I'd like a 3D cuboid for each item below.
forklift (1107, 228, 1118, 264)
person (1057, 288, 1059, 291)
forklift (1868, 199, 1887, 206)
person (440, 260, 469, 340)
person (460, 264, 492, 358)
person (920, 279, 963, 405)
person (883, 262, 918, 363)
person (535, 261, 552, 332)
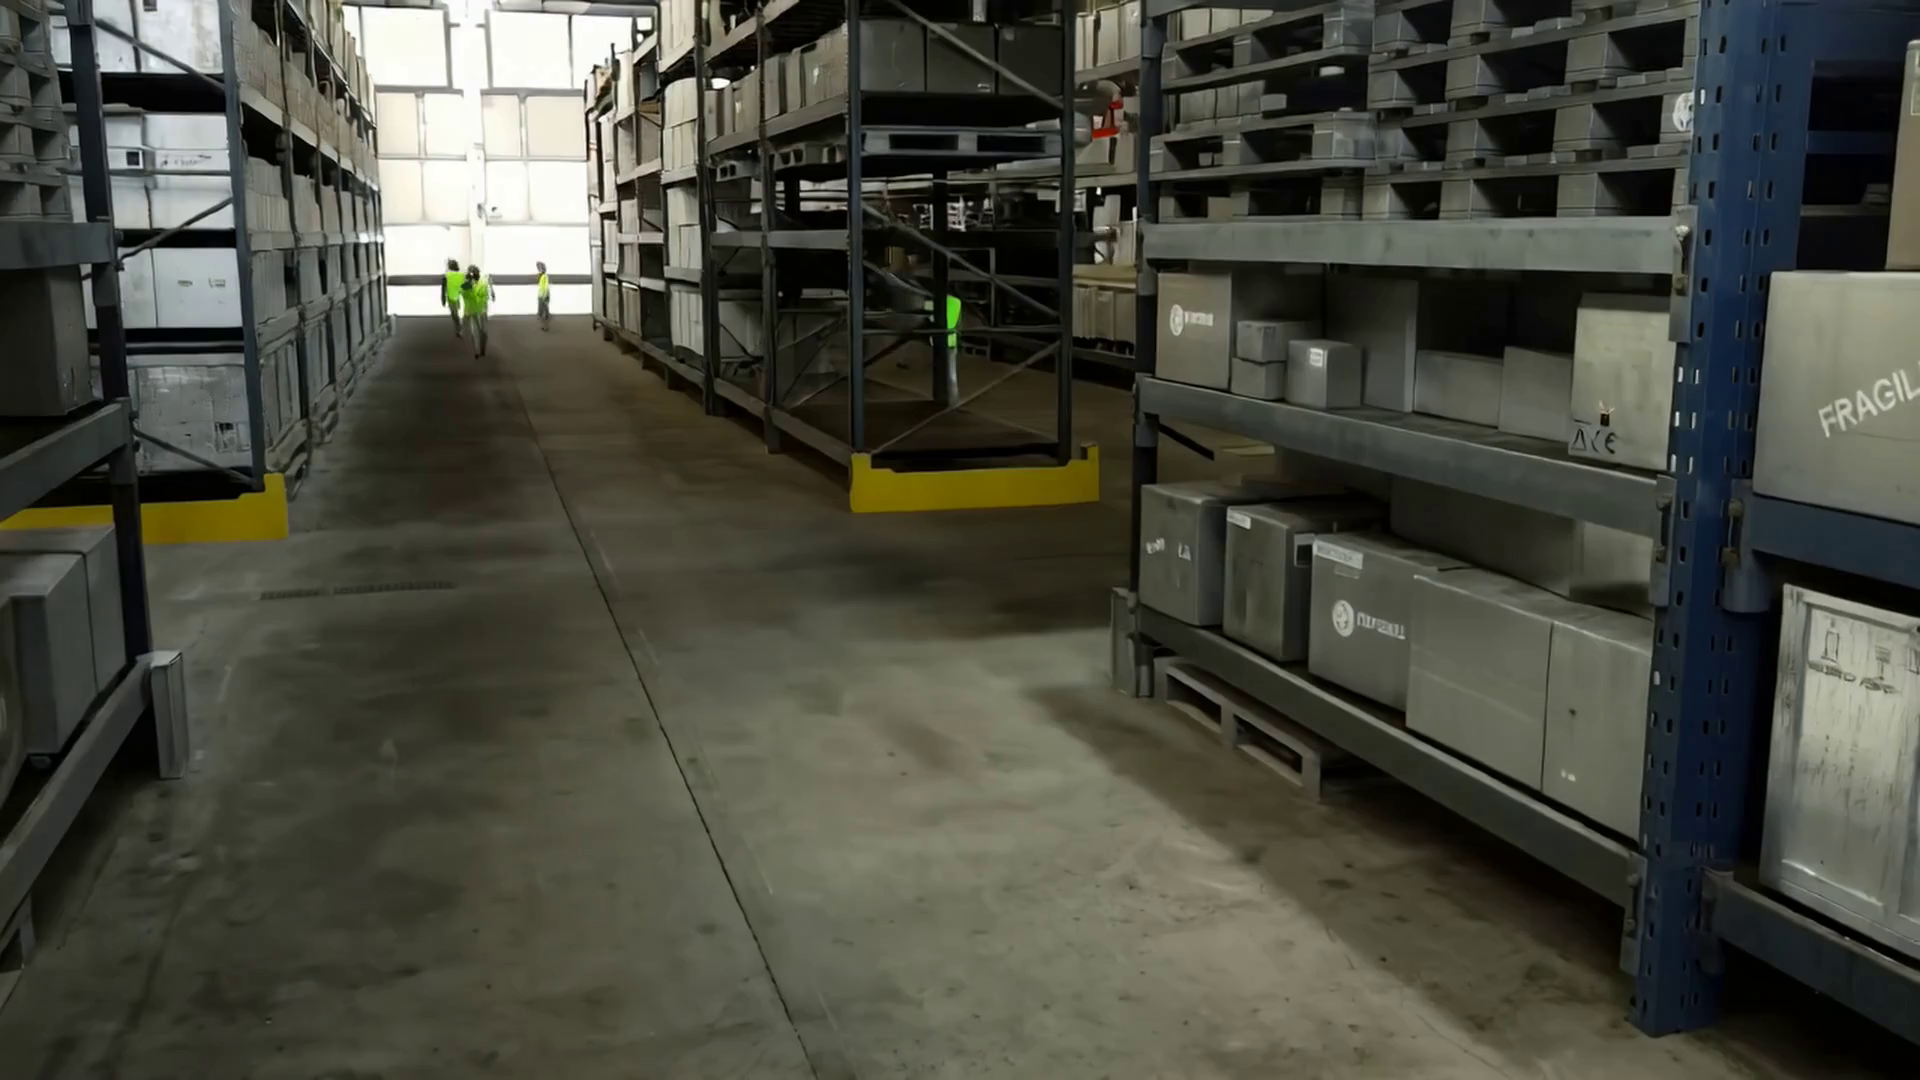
[{"bbox_3d":[3.098,-5.952,37.698,1.129,2.768,1.873,-3,11,-17],"label":"forklift"},{"bbox_3d":[2.935,-7.268,47.534,0.480,1.921,0.579,1,10,5],"label":"person"},{"bbox_3d":[11.338,-2.915,21.052,1.129,2.768,1.873,-3,11,-17],"label":"forklift"},{"bbox_3d":[-11.683,-5.540,38.390,0.659,1.798,0.919,-7,13,-35],"label":"person"},{"bbox_3d":[-9.407,-4.442,32.334,0.598,1.817,0.456,-3,11,-16],"label":"person"},{"bbox_3d":[-0.232,-2.515,21.679,0.570,1.849,0.380,-3,11,-16],"label":"person"},{"bbox_3d":[-1.071,-4.203,30.839,0.653,1.882,0.706,-5,12,-27],"label":"person"},{"bbox_3d":[-10.393,-6.041,41.307,0.518,1.730,0.602,-3,11,-14],"label":"person"}]
